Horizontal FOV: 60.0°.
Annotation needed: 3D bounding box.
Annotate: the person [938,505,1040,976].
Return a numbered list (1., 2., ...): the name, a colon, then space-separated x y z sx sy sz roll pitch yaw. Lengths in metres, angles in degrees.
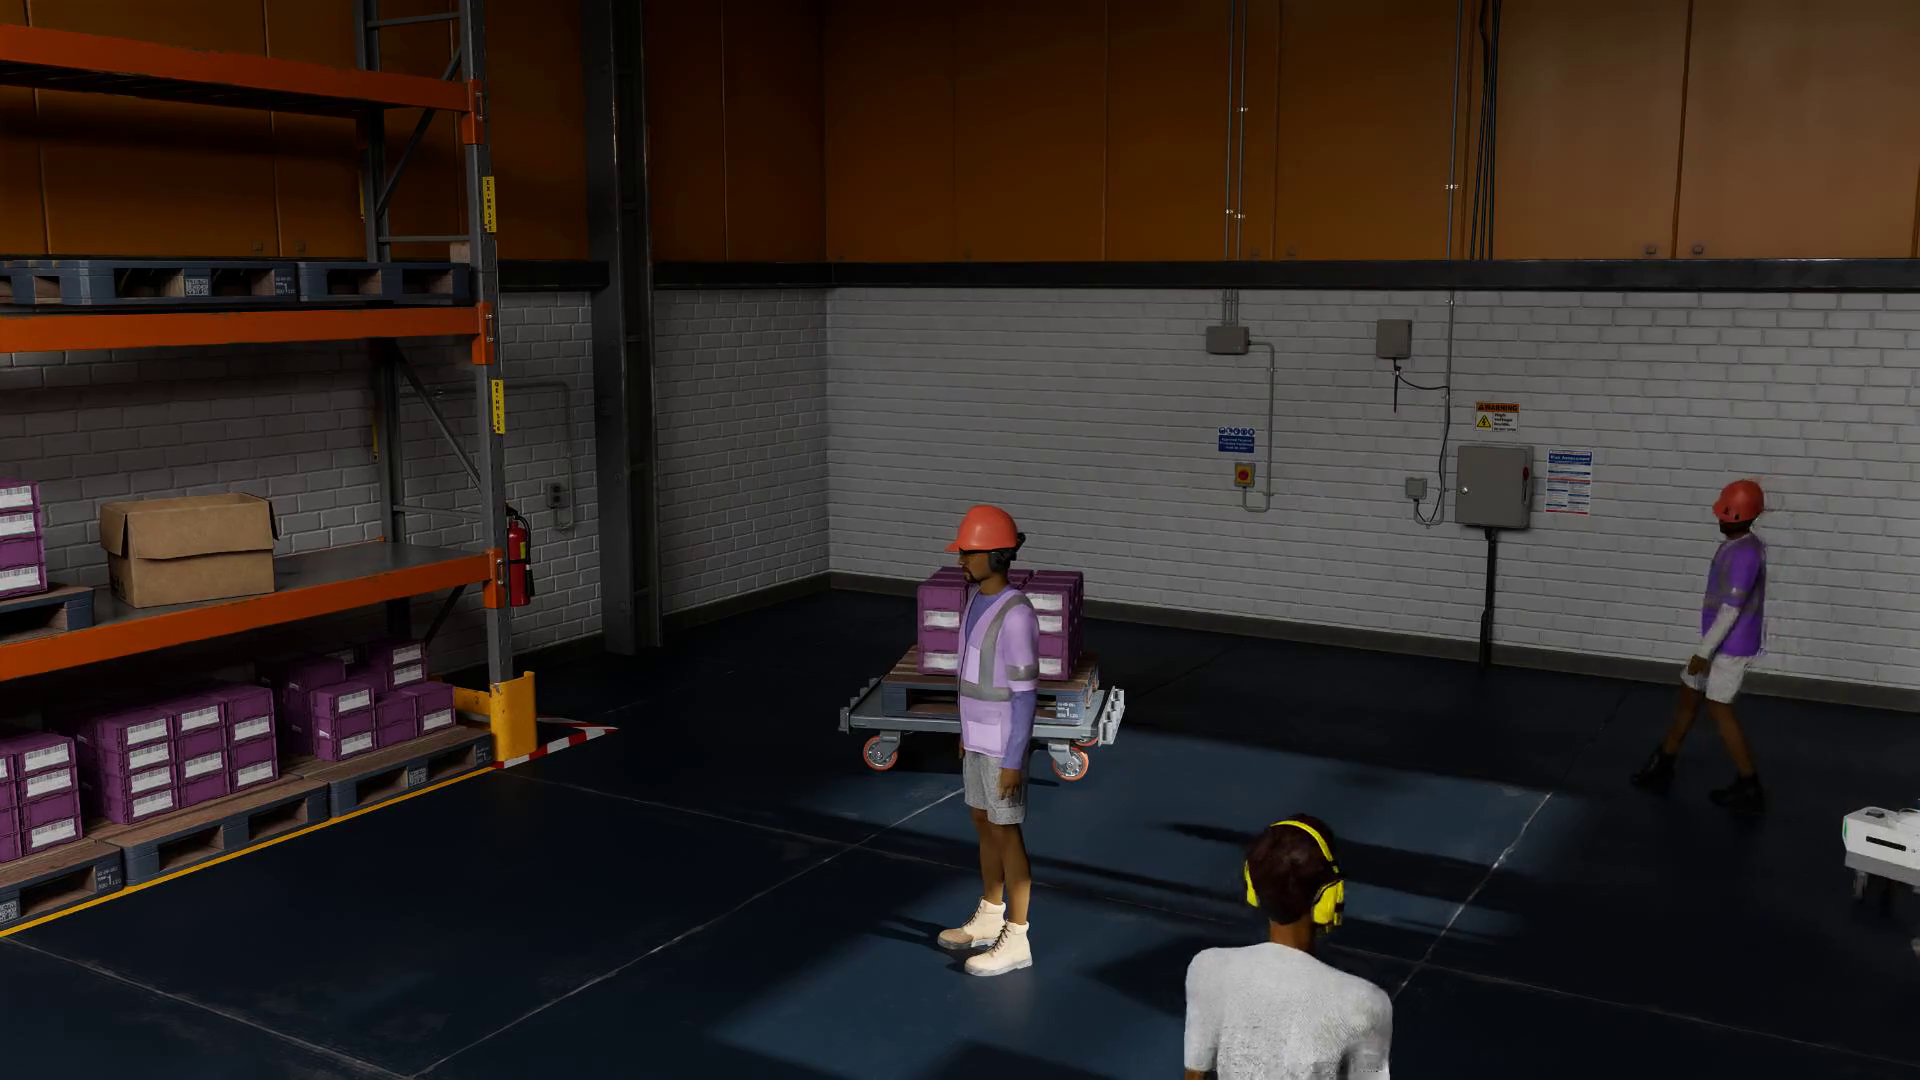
1. person: 0.123 0.861 7.238 0.373 2.043 0.614 -3 10 -20

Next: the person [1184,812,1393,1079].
1. person: 0.721 1.531 3.767 0.513 1.831 0.973 8 12 42

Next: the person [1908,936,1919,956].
1. person: 4.415 0.953 7.045 0.559 1.916 0.654 3 9 16

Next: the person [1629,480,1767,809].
1. person: 4.297 0.581 9.516 0.675 1.877 0.623 3 9 16

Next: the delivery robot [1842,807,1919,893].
1. delivery robot: 4.569 1.460 7.841 0.477 0.478 0.707 -6 11 -35
